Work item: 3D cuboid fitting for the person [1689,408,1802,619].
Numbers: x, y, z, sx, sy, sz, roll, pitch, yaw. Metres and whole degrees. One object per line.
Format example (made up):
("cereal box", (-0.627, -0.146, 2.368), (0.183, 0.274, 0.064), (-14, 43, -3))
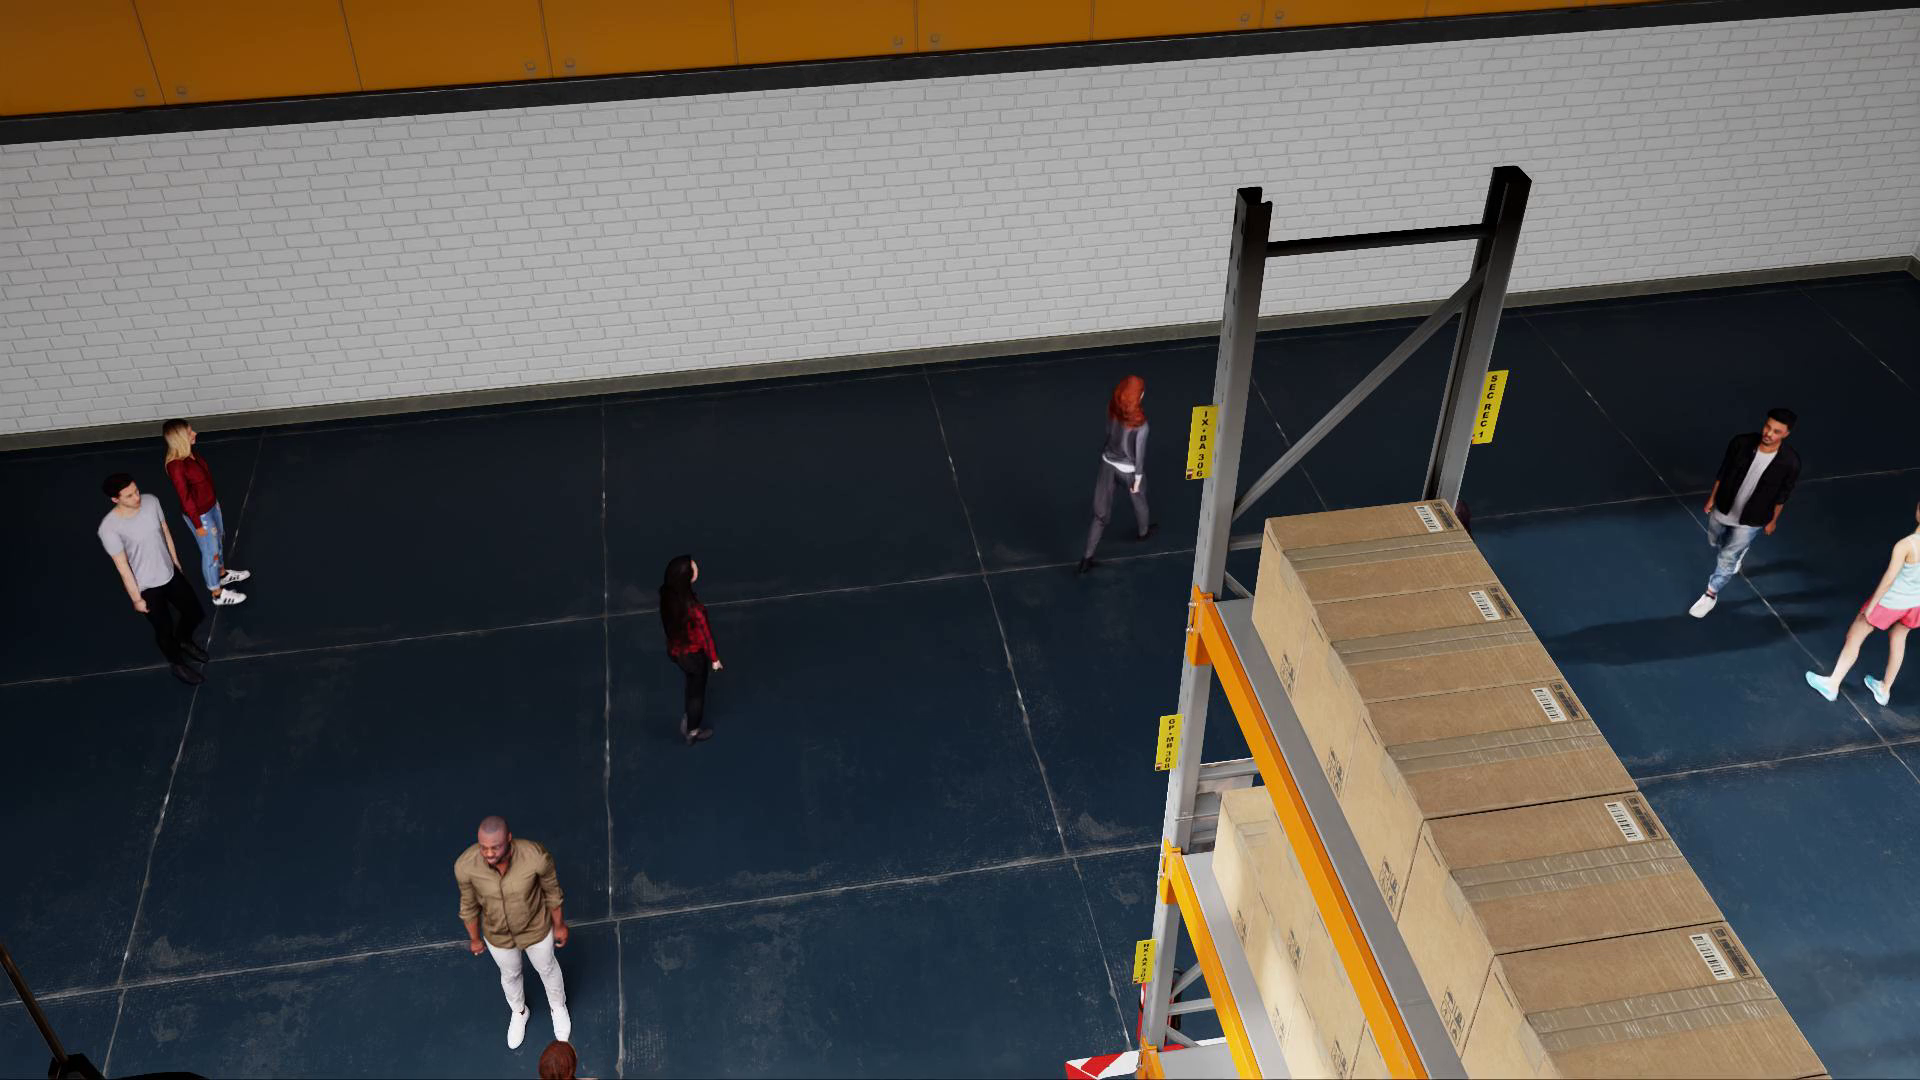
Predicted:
("person", (5.989, -0.289, 12.628), (1.091, 1.790, 1.162), (-28, 46, -30))

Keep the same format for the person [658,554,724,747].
("person", (-1.915, 0.813, 11.365), (0.662, 1.644, 0.745), (30, 48, 32))

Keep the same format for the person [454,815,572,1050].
("person", (-2.517, 2.203, 9.480), (0.724, 1.825, 0.542), (-6, 39, -7))

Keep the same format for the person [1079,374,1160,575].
("person", (1.194, -0.483, 12.919), (1.130, 1.730, 1.144), (28, 46, 30))

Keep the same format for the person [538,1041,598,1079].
("person", (-1.891, 3.095, 8.356), (0.631, 1.832, 0.596), (4, 39, 5))

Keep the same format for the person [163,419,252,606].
("person", (-5.785, -0.230, 12.682), (0.650, 1.631, 0.424), (-7, 39, -9))

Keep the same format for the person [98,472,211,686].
("person", (-5.833, 0.258, 11.895), (0.871, 1.849, 0.802), (20, 43, 23))

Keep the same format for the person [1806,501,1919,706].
("person", (6.602, 0.435, 11.749), (0.687, 1.755, 0.621), (-9, 39, -11))
